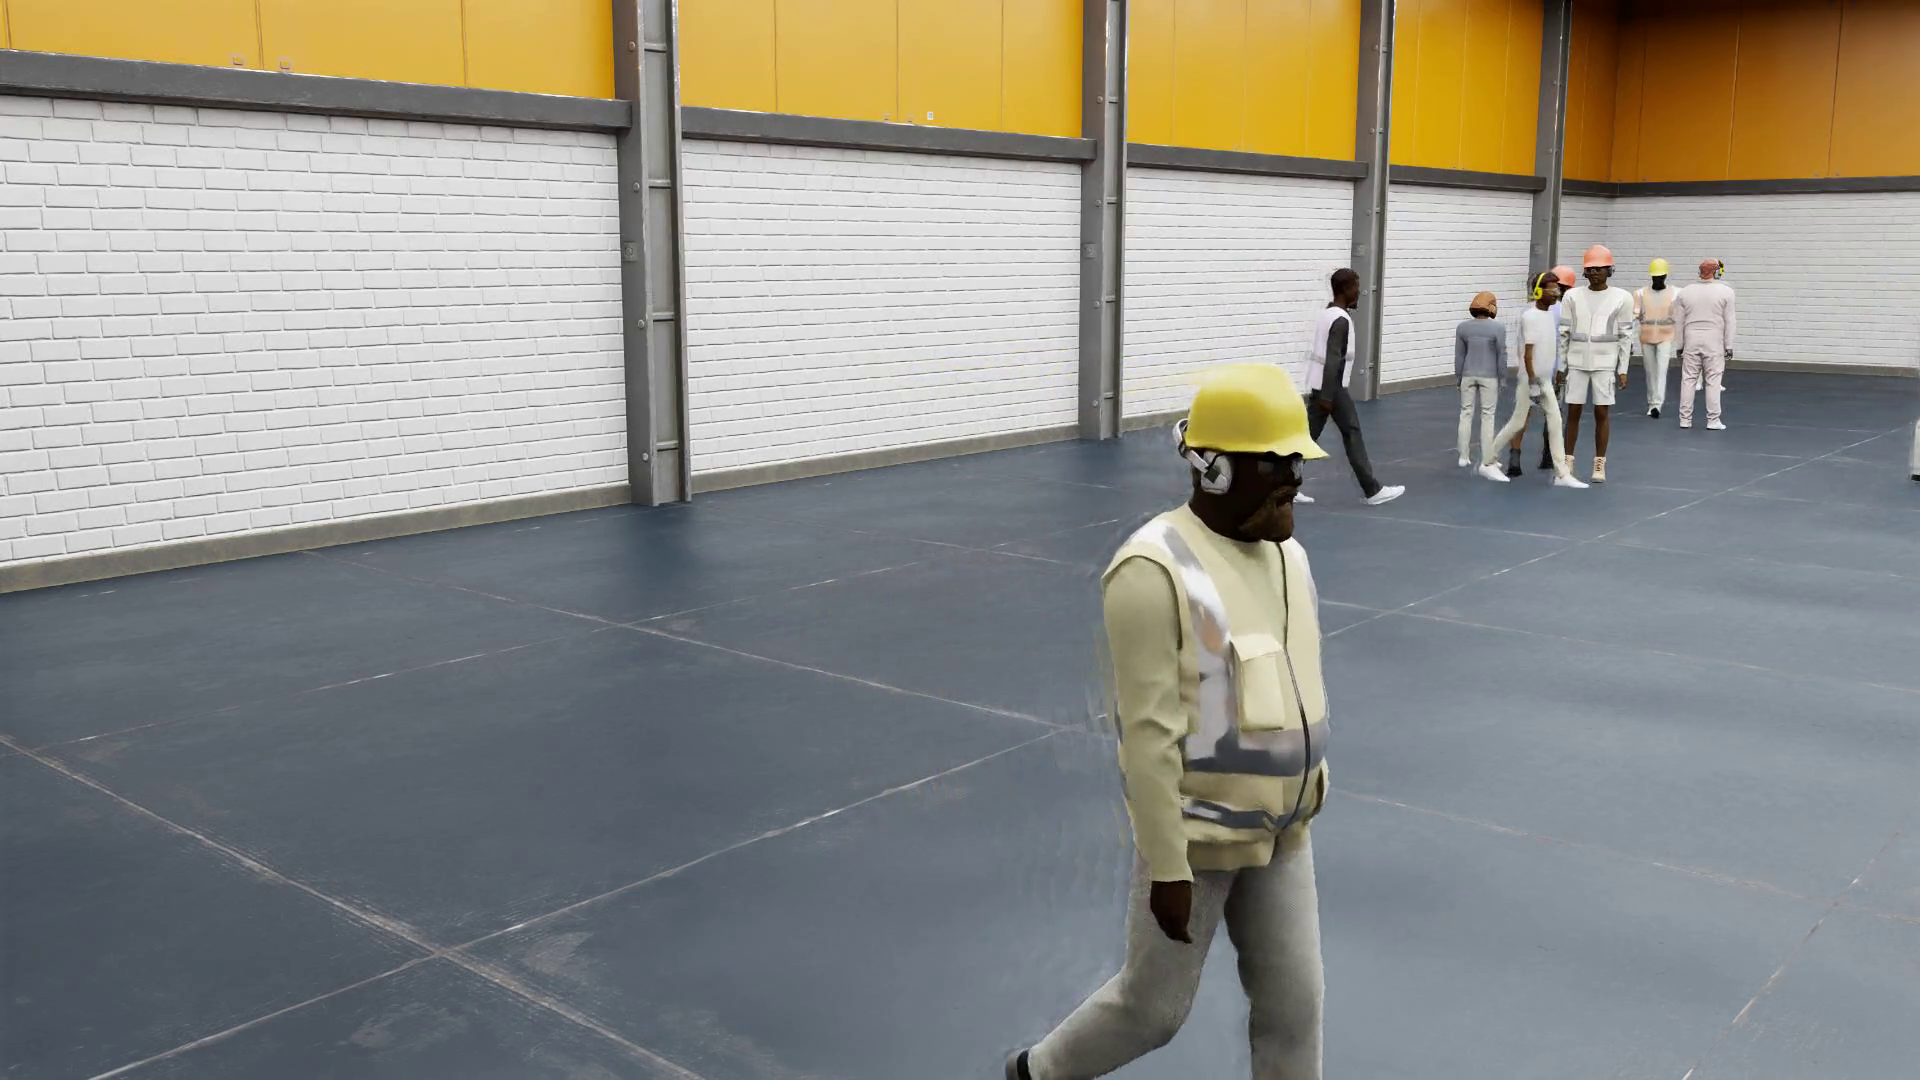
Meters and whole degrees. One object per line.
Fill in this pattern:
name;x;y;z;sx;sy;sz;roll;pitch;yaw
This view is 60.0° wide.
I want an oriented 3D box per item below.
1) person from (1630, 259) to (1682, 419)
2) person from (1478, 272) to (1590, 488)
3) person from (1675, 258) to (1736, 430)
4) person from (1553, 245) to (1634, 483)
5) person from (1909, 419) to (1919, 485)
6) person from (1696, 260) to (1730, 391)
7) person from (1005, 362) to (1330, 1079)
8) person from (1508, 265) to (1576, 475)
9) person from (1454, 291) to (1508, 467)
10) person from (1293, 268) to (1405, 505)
person;8.280;-2.391;19.839;0.609;1.874;0.951;6;12;31
person;4.910;-1.370;14.234;0.512;1.838;0.947;-8;13;-39
person;8.328;-2.182;18.581;0.636;1.911;0.405;9;13;40
person;5.463;-1.512;14.377;0.605;2.045;0.388;6;12;32
person;8.502;-1.353;14.166;0.724;1.805;0.615;-3;10;-15
person;10.692;-3.051;23.660;0.517;1.865;0.327;9;13;40
person;0.482;0.539;3.375;0.589;1.808;0.813;-9;13;-41
person;5.213;-1.516;14.900;0.559;1.880;1.032;7;12;35
person;4.807;-1.479;15.359;0.497;1.633;0.279;9;13;40
person;2.991;-1.200;13.134;1.013;1.864;0.613;0;10;-2
